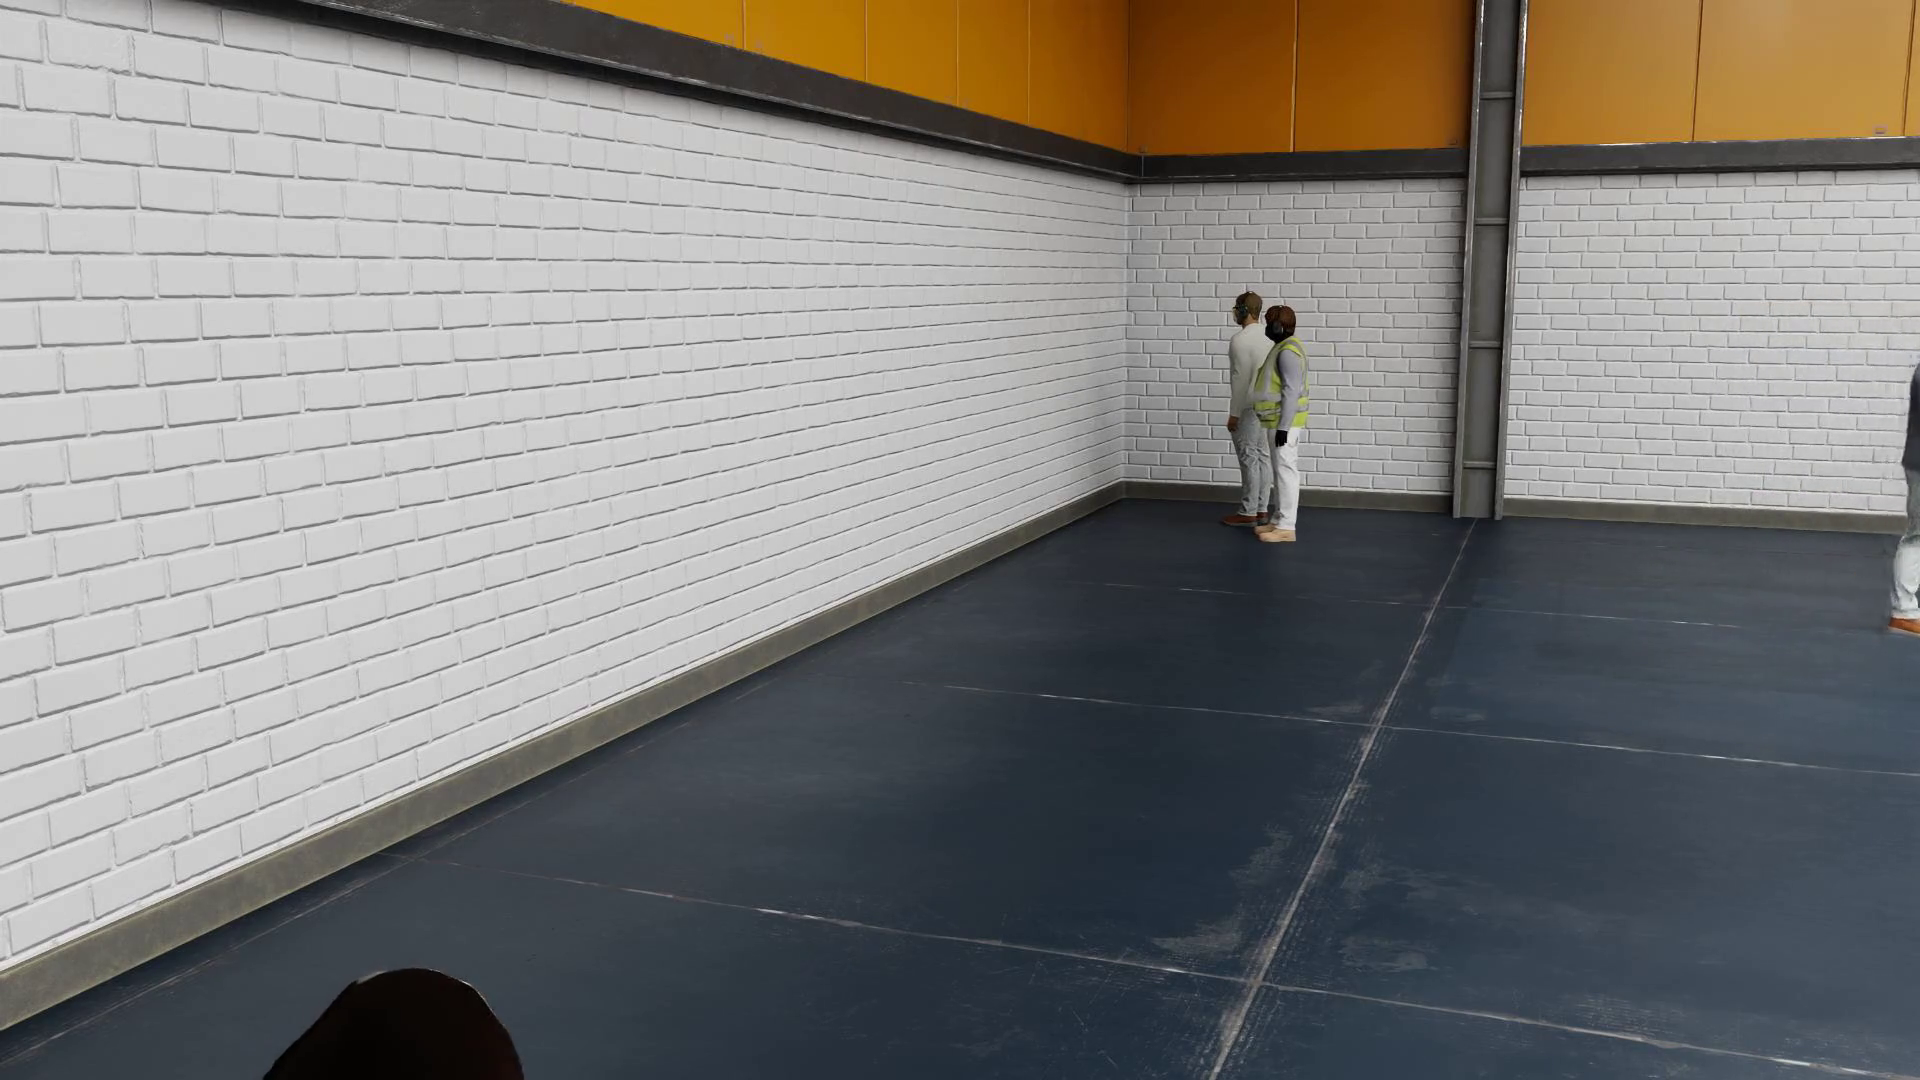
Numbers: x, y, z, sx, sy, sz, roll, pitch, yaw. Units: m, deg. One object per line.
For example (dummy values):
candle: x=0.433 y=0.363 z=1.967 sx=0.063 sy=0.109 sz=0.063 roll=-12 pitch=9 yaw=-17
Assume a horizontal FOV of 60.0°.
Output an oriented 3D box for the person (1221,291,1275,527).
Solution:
person: x=2.387 y=-1.077 z=13.739 sx=0.379 sy=1.940 sz=0.629 roll=6 pitch=11 yaw=35

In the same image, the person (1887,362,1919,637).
person: x=5.596 y=-0.370 z=9.367 sx=0.638 sy=1.919 sz=0.605 roll=-8 pitch=12 yaw=-40

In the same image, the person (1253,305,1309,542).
person: x=2.496 y=-0.905 z=12.974 sx=0.430 sy=1.841 sz=0.624 roll=1 pitch=9 yaw=7

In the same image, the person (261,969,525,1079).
person: x=-0.489 y=0.916 z=0.911 sx=0.394 sy=2.040 sz=0.609 roll=6 pitch=11 yaw=32
